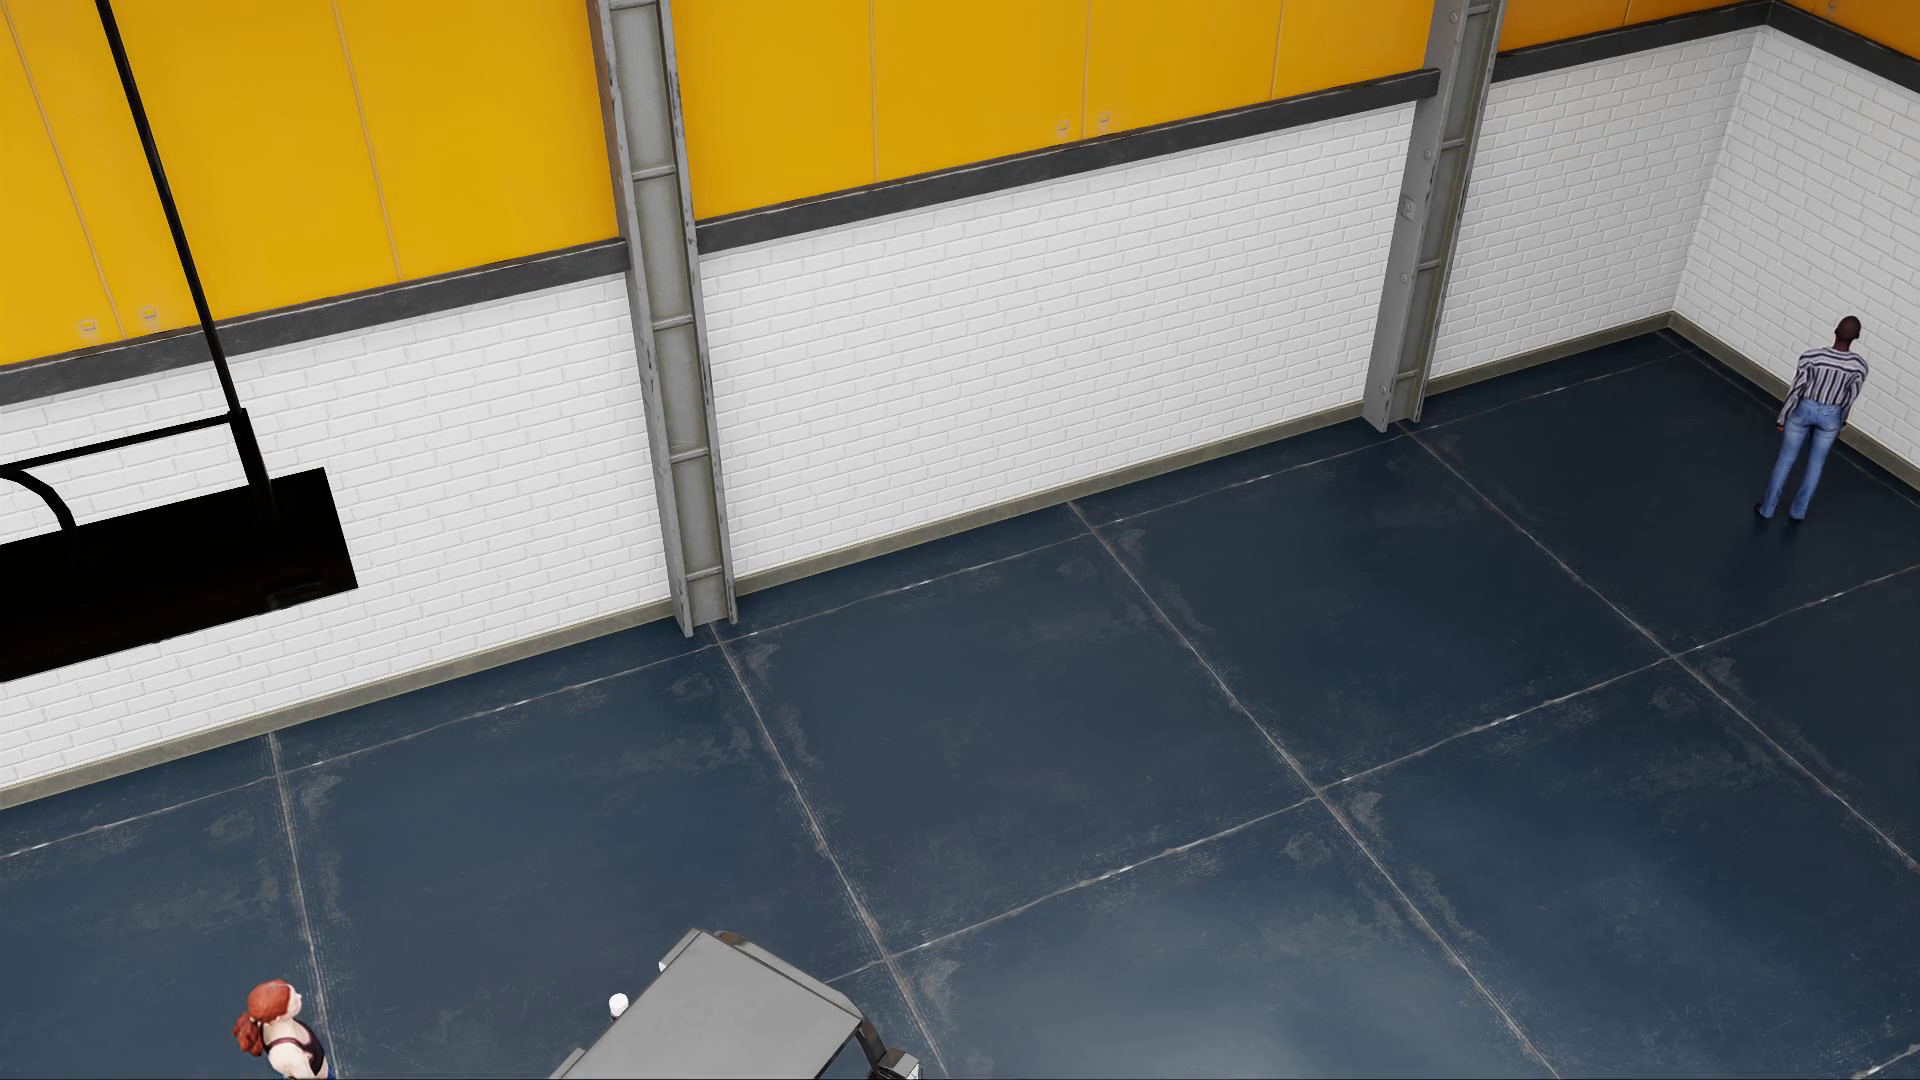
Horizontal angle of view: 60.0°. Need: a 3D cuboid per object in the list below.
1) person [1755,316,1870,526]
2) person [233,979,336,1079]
[{"bbox_3d":[6.324,-0.874,12.317,0.681,1.796,0.750,11,40,14],"label":"person"},{"bbox_3d":[-3.059,2.669,7.890,0.661,1.785,0.649,-30,48,-32],"label":"person"}]
